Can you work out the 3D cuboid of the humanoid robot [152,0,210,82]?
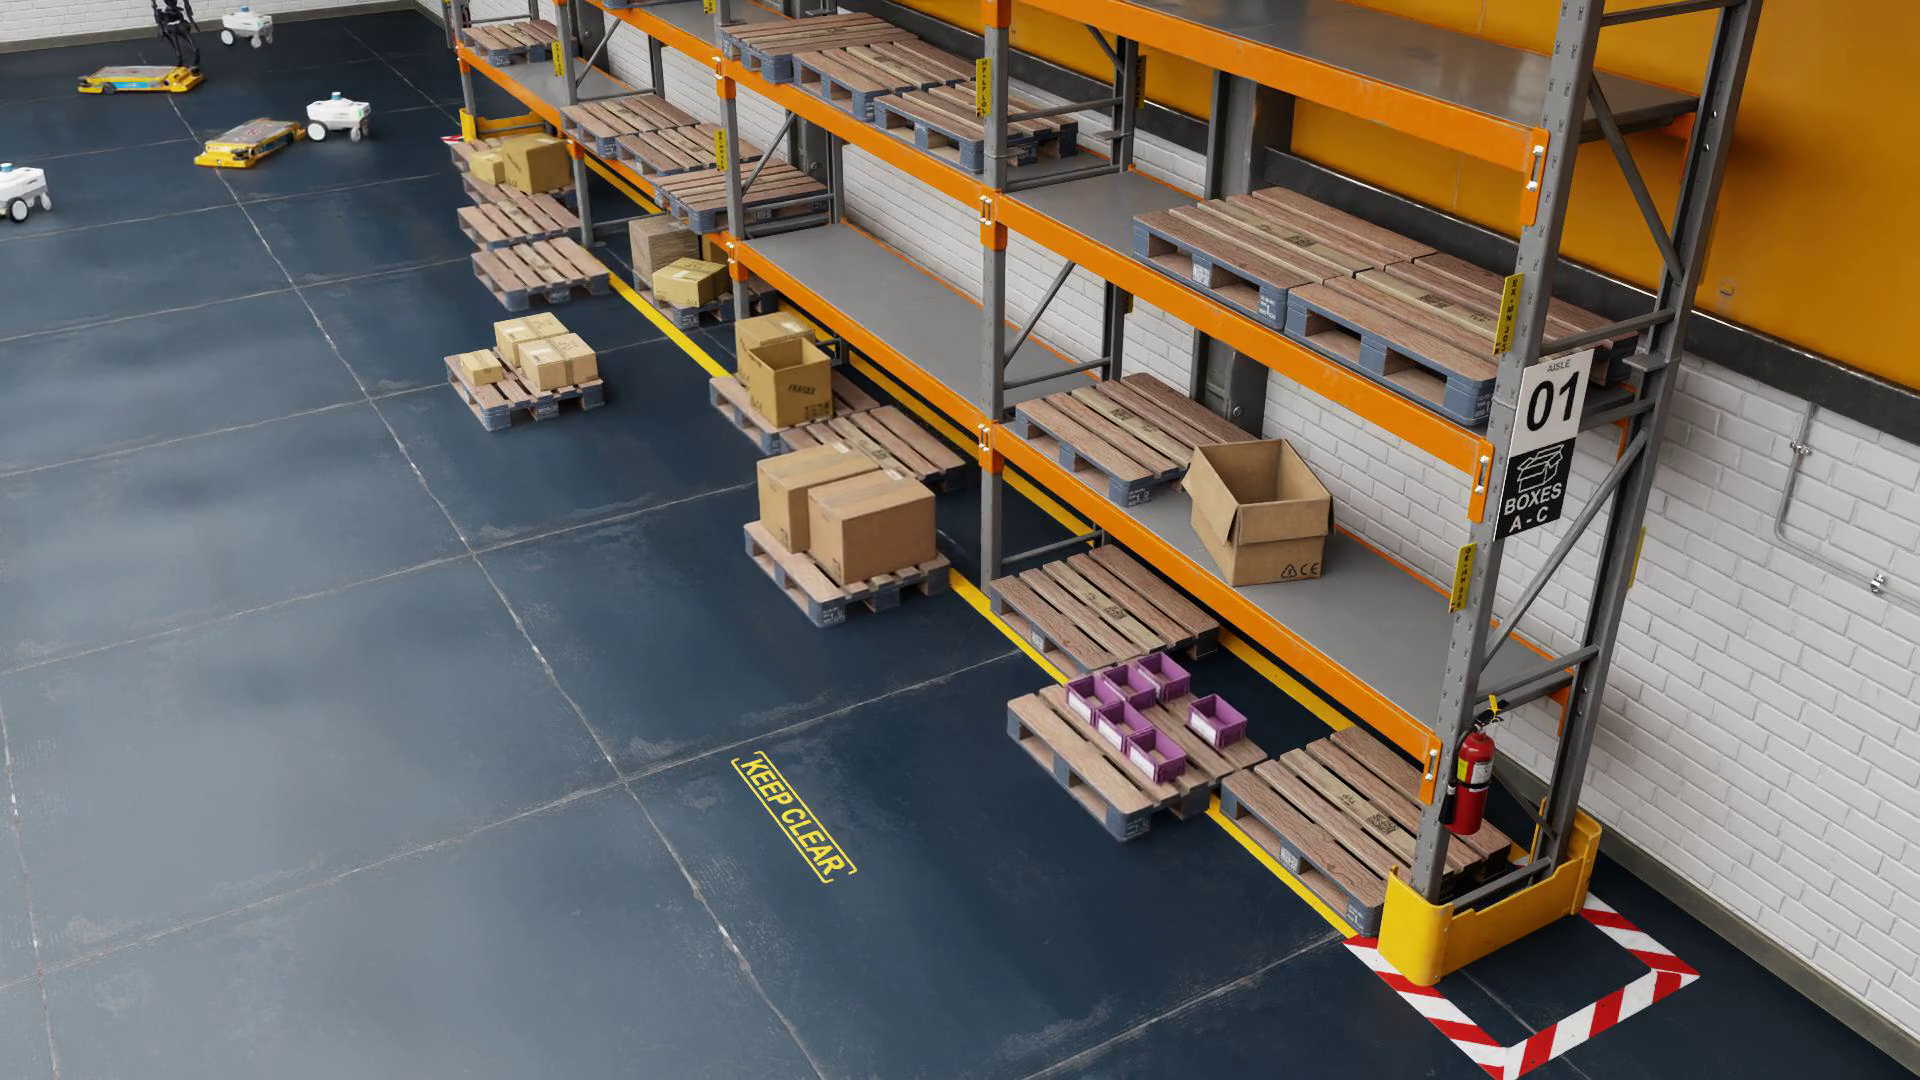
[{"bbox_3d":[-10.669,-7.051,22.650,0.426,1.639,0.616,17,33,27],"label":"humanoid robot"}]

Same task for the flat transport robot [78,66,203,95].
[{"bbox_3d":[-11.202,-6.292,22.740,1.431,0.231,0.659,-1,30,-3],"label":"flat transport robot"}]

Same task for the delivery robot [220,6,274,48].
[{"bbox_3d":[-10.697,-7.683,24.925,0.784,0.613,0.523,9,31,16],"label":"delivery robot"}]

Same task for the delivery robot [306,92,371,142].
[{"bbox_3d":[-7.702,-5.225,20.586,0.785,0.614,0.499,2,30,4],"label":"delivery robot"}]

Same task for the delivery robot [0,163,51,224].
[{"bbox_3d":[-10.241,-3.756,17.975,0.525,0.596,0.768,7,30,13],"label":"delivery robot"}]

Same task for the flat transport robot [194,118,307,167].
[{"bbox_3d":[-8.562,-4.809,20.122,0.659,0.231,1.431,6,30,10],"label":"flat transport robot"}]
